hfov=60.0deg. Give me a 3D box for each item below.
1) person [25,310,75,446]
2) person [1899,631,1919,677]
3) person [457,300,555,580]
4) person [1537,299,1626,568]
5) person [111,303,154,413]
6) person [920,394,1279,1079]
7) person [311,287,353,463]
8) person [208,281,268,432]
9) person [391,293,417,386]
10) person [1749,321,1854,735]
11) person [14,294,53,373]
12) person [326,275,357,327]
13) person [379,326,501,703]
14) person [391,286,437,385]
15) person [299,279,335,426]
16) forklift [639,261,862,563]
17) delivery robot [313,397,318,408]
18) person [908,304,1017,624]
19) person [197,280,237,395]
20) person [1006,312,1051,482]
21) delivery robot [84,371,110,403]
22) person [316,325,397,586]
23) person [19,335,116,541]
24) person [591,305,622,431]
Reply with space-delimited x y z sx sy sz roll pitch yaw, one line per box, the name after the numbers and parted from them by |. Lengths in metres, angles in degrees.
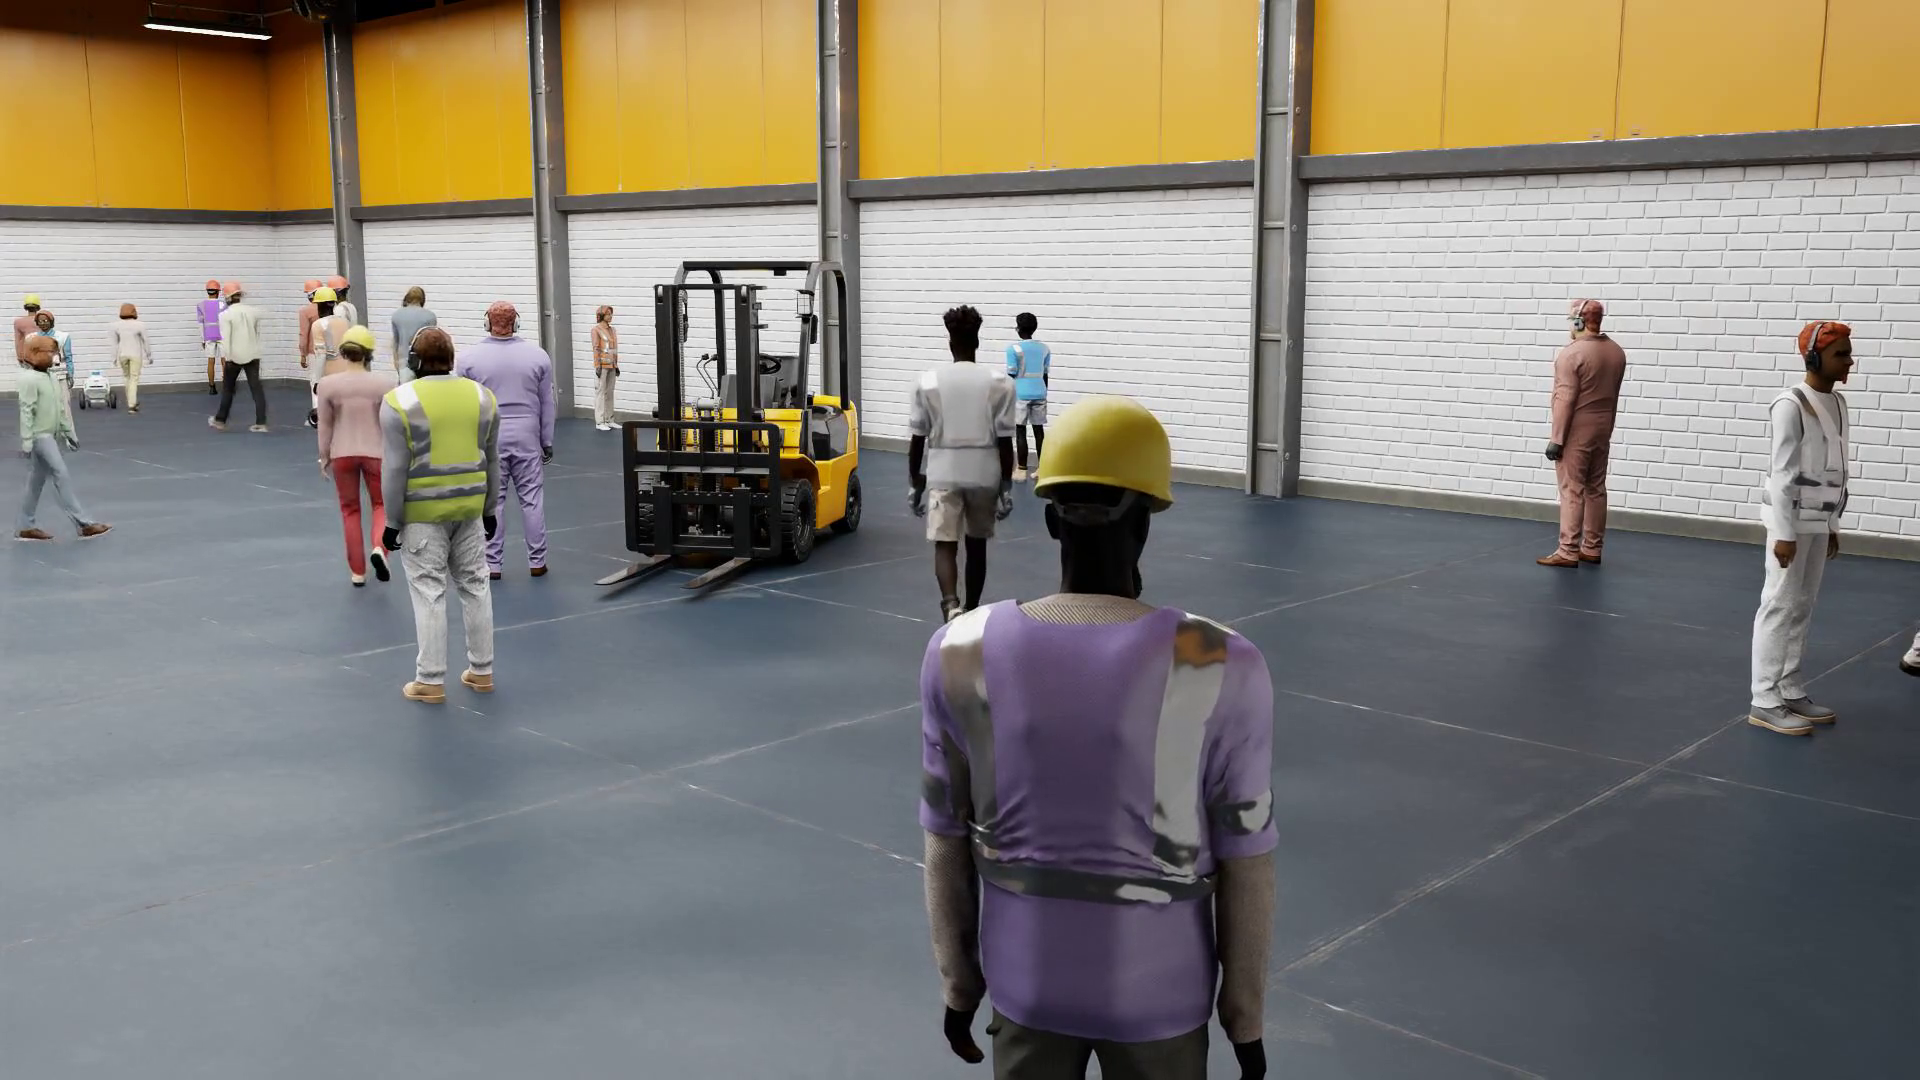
-10.846 -1.921 19.847 0.511 1.631 0.310 -4 10 -21 | person
4.962 -0.112 8.026 0.546 1.879 0.857 4 10 22 | person
-3.100 -0.679 11.390 0.641 1.908 0.407 -4 10 -23 | person
4.410 -0.755 11.844 0.643 1.911 0.411 -6 11 -33 | person
-12.296 -2.710 24.756 0.512 1.602 0.776 0 9 -3 | person
0.228 0.722 2.754 0.585 1.920 0.374 3 10 18 | person
-6.862 -1.795 18.164 0.384 1.925 0.593 3 10 17 | person
-9.458 -2.388 21.719 0.997 1.946 0.624 6 11 32 | person
-7.442 -2.444 22.568 0.520 1.801 0.930 -5 11 -29 | person
3.897 -0.060 7.666 0.575 1.882 0.362 -8 12 -40 | person
-13.013 -2.577 23.445 0.527 1.772 0.302 -2 9 -10 | person
-7.837 -2.331 21.107 0.396 2.038 0.615 -1 9 -6 | person
-2.563 -0.126 8.194 0.429 1.841 0.633 9 13 42 | person
-6.901 -2.280 21.236 0.634 1.891 0.950 1 9 7 | person
-8.664 -2.531 22.501 0.407 1.987 0.614 6 11 31 | person
-1.552 -1.040 12.721 1.214 2.155 2.313 2 9 11 | forklift
-8.242 -1.808 22.127 0.707 0.478 0.477 5 11 24 | delivery robot
0.015 -0.336 9.226 0.602 1.936 0.879 0 9 -2 | person
-12.516 -3.401 28.009 0.550 1.939 0.385 -1 9 -8 | person
0.676 -1.424 16.610 0.534 1.691 0.320 -6 11 -35 | person
-13.152 -2.328 25.341 0.477 0.478 0.707 -4 10 -25 | delivery robot
-3.990 -0.546 11.059 0.526 1.750 0.458 -3 10 -17 | person
-6.992 -0.783 12.932 0.802 1.593 0.526 -2 9 -10 | person
-4.672 -2.269 21.940 0.309 1.645 0.514 3 10 20 | person
